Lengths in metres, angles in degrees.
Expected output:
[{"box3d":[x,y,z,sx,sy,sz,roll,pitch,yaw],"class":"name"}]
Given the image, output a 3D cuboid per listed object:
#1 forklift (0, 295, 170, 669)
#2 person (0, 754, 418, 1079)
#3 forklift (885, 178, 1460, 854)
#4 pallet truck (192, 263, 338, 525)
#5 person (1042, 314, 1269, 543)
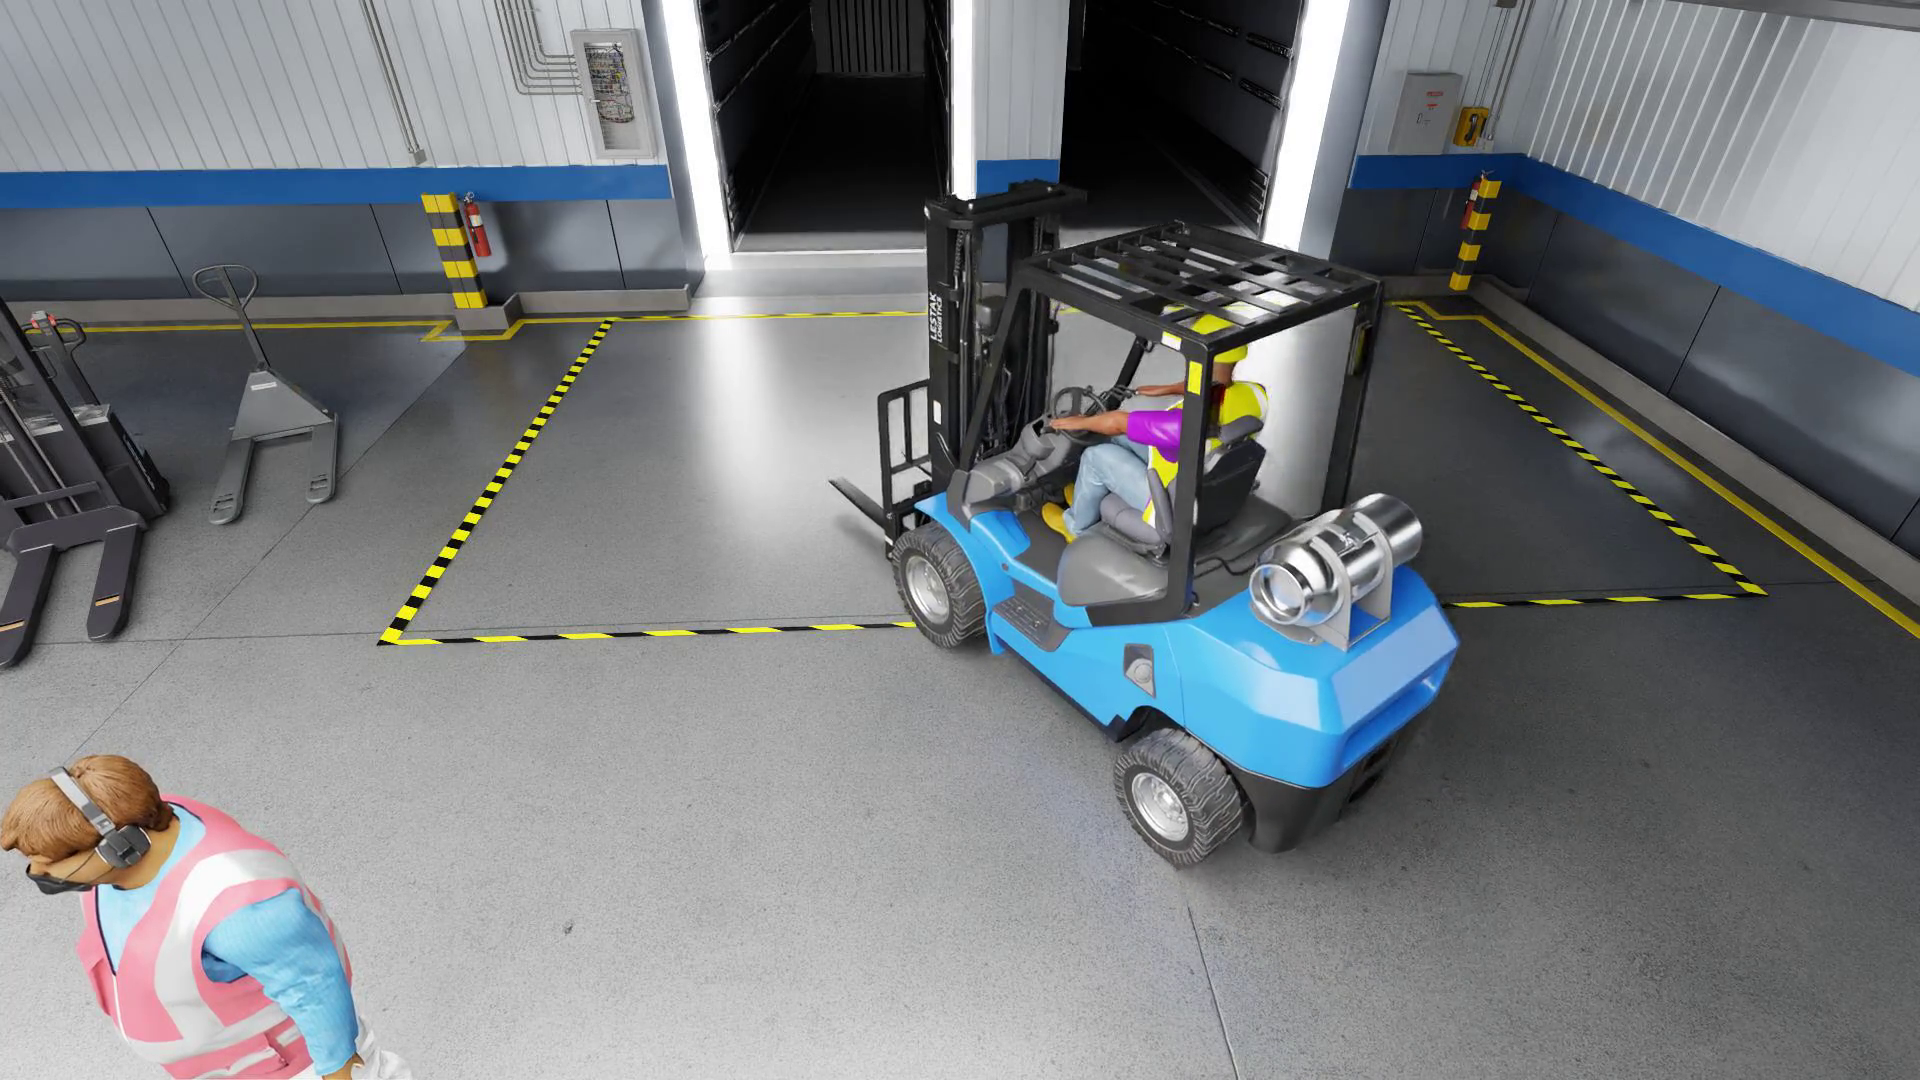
[{"box3d":[-5.212,-0.618,4.878,0.823,1.965,1.885,-20,39,-26],"class":"forklift"},{"box3d":[-1.801,1.223,2.368,0.633,1.841,0.429,16,38,21],"class":"person"},{"box3d":[0.819,-0.278,4.079,1.157,2.036,2.680,-23,41,-30],"class":"forklift"},{"box3d":[-4.778,-1.027,6.128,0.680,1.201,1.601,-17,38,-23],"class":"pallet truck"},{"box3d":[0.789,-0.462,4.015,0.635,1.294,1.004,-23,41,-30],"class":"person"}]
